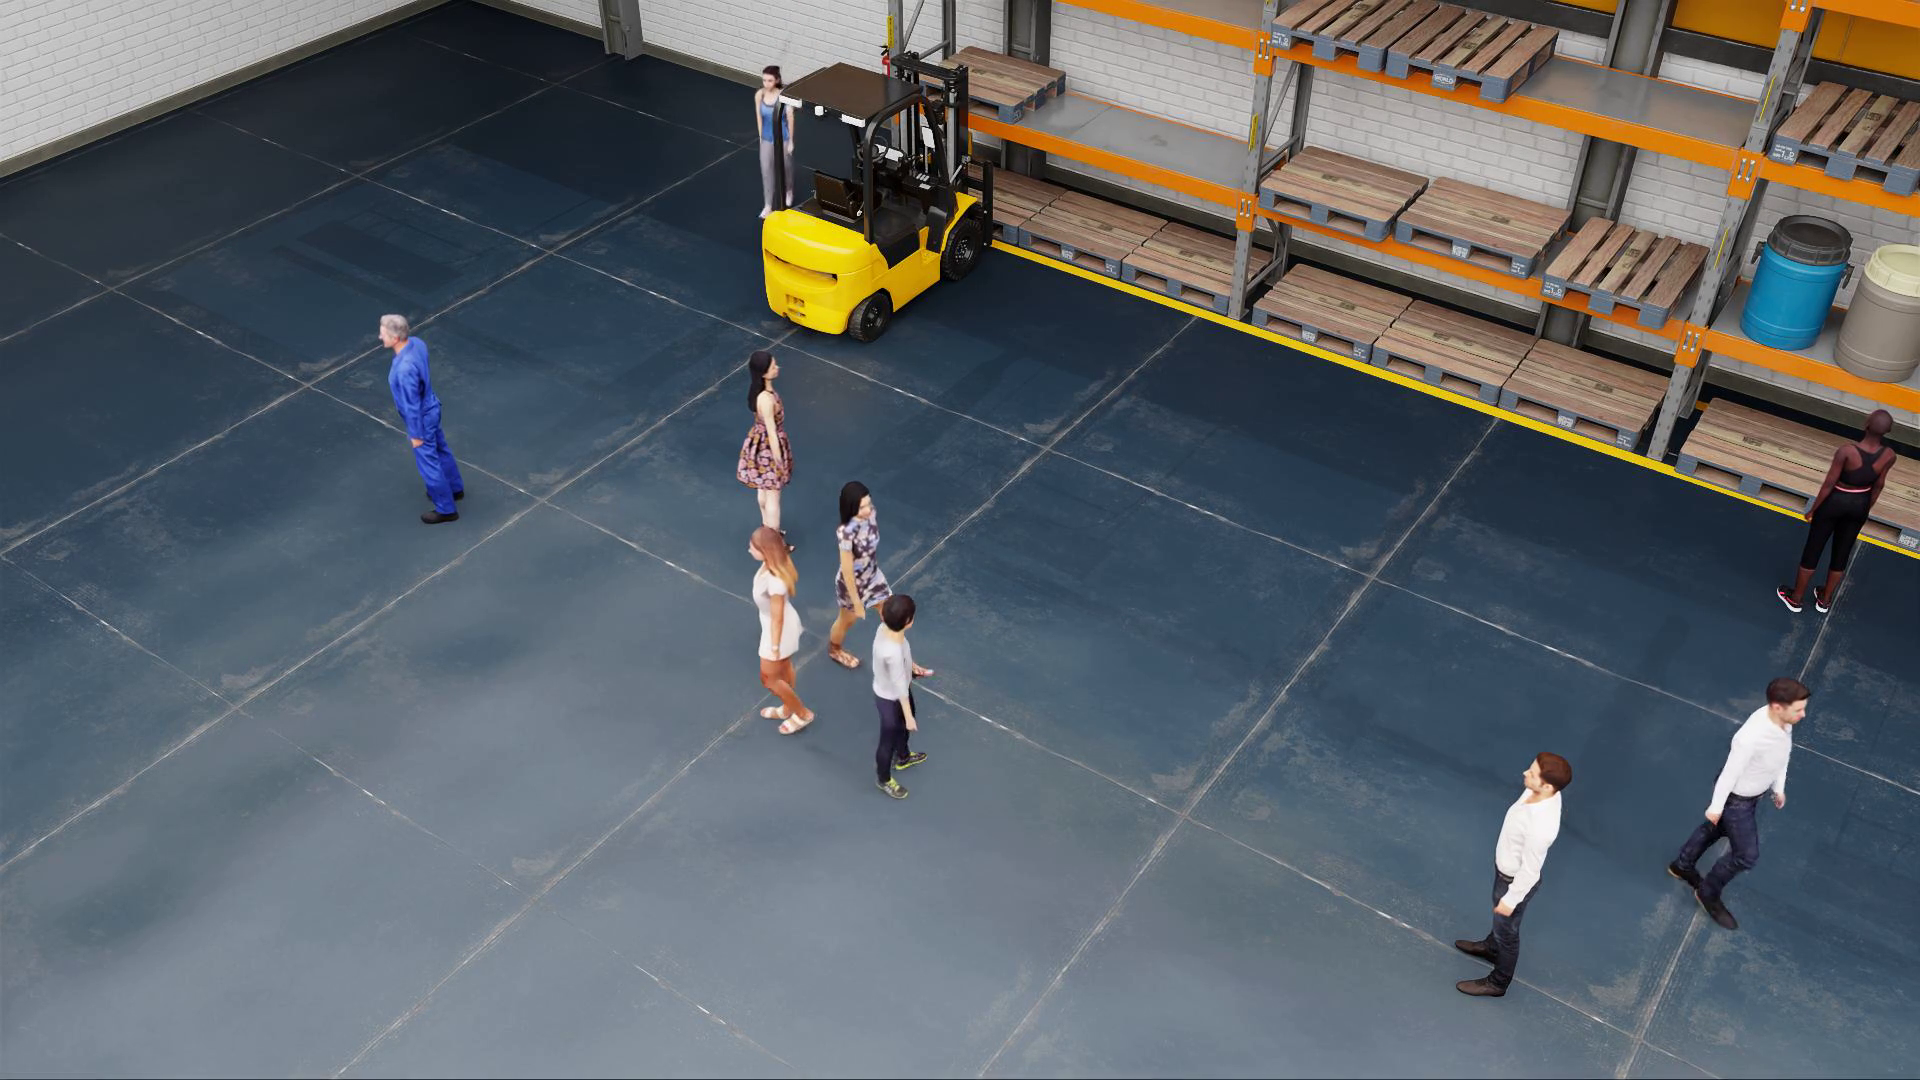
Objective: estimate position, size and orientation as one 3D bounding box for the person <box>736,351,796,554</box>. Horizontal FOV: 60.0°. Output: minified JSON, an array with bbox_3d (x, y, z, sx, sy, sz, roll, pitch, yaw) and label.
[{"bbox_3d":[-1.451,-0.675,12.688,0.865,1.774,0.794,-11,40,-13],"label":"person"}]

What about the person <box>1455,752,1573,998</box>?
[{"bbox_3d":[3.156,1.882,9.409,0.667,1.871,0.720,9,39,11],"label":"person"}]

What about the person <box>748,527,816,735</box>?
[{"bbox_3d":[-1.197,0.592,11.170,0.771,1.688,0.720,-2,39,-3],"label":"person"}]

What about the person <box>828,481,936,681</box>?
[{"bbox_3d":[-0.768,0.291,11.546,1.100,1.689,0.672,19,42,22],"label":"person"}]

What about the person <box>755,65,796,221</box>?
[{"bbox_3d":[-1.862,-4.159,17.207,0.993,1.579,0.881,7,39,9],"label":"person"}]

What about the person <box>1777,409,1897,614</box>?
[{"bbox_3d":[6.429,-0.210,12.119,0.624,1.758,0.732,3,39,4],"label":"person"}]

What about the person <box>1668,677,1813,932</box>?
[{"bbox_3d":[4.586,1.454,9.960,0.716,1.852,0.820,-32,48,-33],"label":"person"}]

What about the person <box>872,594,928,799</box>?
[{"bbox_3d":[-0.503,0.981,10.804,0.793,1.538,0.743,0,39,0],"label":"person"}]

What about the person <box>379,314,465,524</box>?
[{"bbox_3d":[-4.205,-0.973,13.023,0.818,1.822,0.786,-4,39,-4],"label":"person"}]
